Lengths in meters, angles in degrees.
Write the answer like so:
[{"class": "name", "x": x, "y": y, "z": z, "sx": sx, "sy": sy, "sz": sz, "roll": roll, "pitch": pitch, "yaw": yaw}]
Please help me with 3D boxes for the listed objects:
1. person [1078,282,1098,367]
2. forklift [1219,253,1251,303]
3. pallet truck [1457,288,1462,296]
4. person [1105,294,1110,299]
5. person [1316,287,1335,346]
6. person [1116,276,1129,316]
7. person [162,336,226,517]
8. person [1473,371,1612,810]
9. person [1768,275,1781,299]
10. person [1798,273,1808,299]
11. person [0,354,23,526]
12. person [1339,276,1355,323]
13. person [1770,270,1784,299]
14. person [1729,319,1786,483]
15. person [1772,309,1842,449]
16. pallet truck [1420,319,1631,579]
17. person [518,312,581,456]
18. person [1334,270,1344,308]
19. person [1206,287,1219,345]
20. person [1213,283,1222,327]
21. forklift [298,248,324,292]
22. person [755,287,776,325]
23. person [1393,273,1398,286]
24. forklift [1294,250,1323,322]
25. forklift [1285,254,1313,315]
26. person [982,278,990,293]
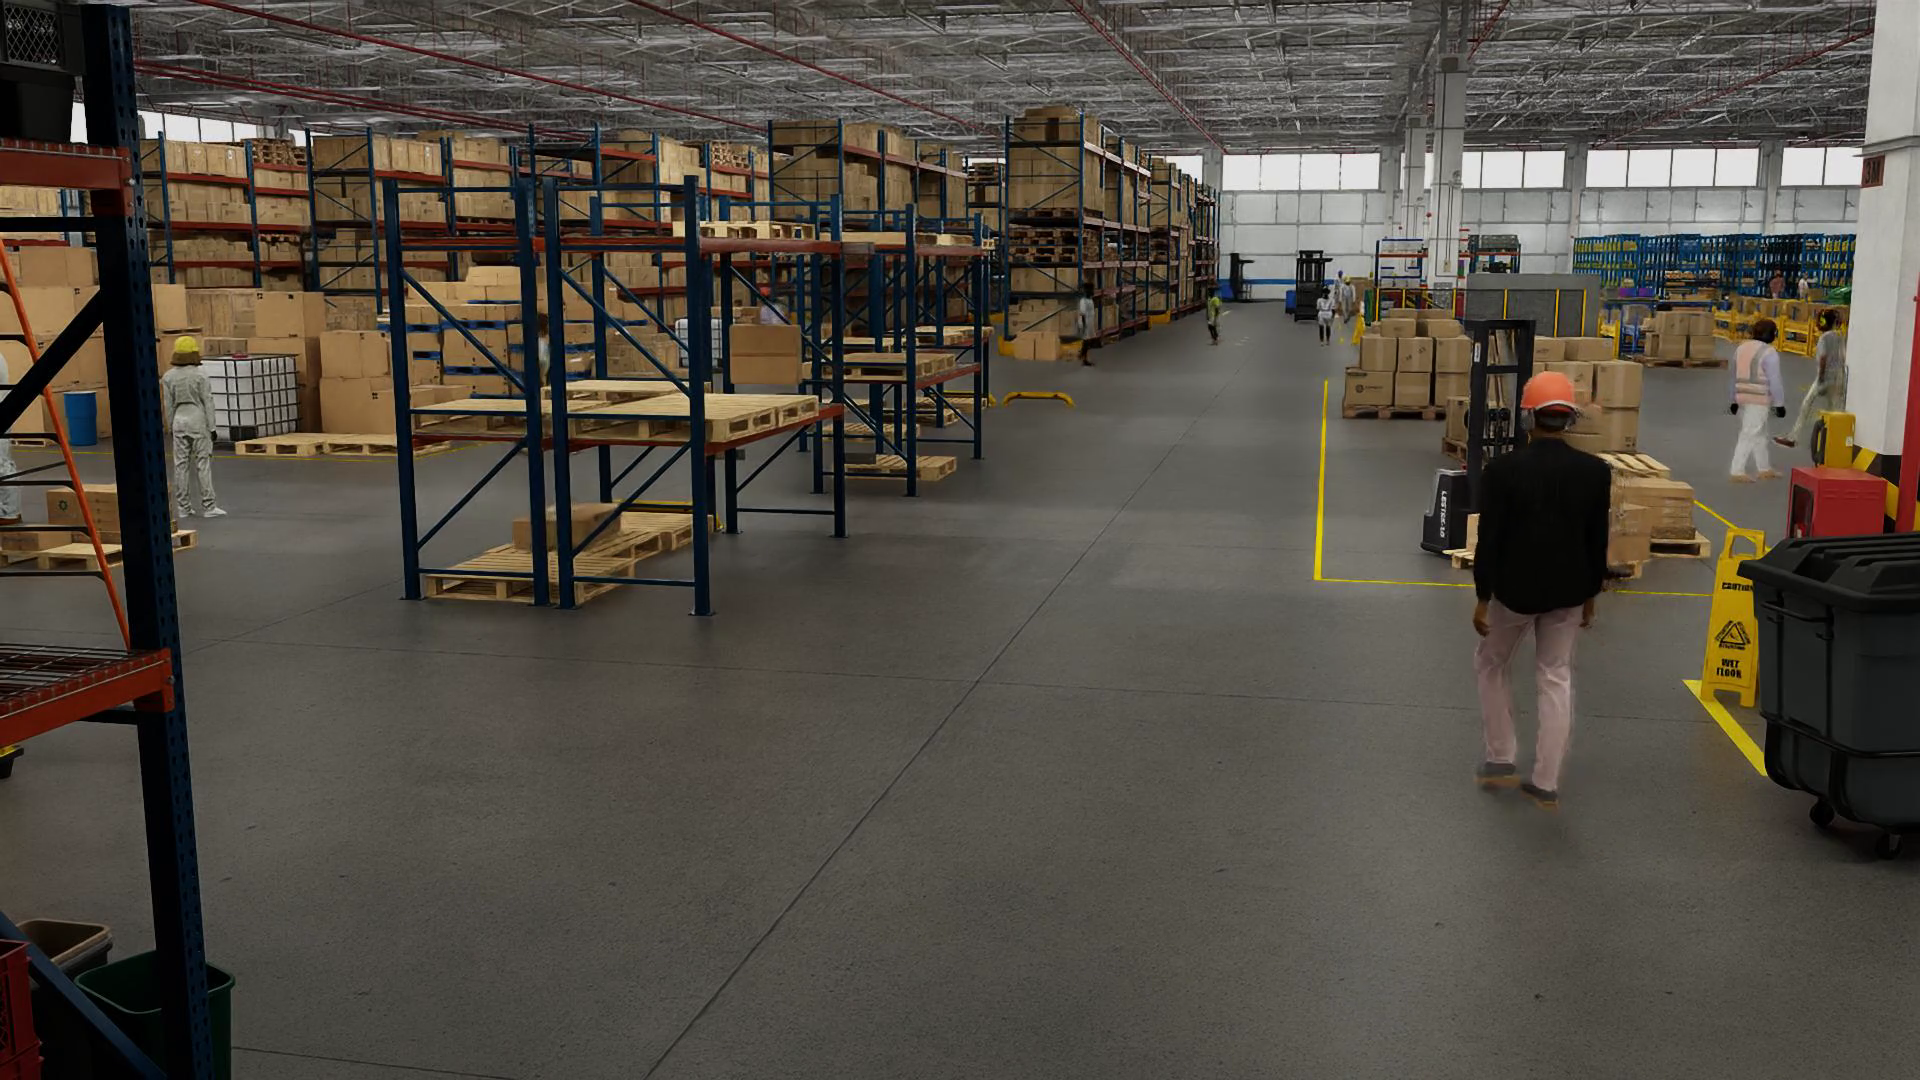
[{"class": "person", "x": 2.949, "y": -4.960, "z": 38.326, "sx": 0.411, "sy": 1.947, "sz": 0.609, "roll": 5, "pitch": 11, "yaw": 29}, {"class": "forklift", "x": 15.287, "y": -14.643, "z": 92.913, "sx": 1.873, "sy": 2.768, "sz": 1.129, "roll": 4, "pitch": 10, "yaw": 20}, {"class": "pallet truck", "x": 20.506, "y": -9.785, "z": 68.819, "sx": 0.653, "sy": 1.274, "sz": 1.630, "roll": 2, "pitch": 10, "yaw": 12}, {"class": "person", "x": 8.135, "y": -14.074, "z": 92.661, "sx": 0.914, "sy": 1.868, "sz": 0.710, "roll": 8, "pitch": 12, "yaw": 38}, {"class": "person", "x": 10.465, "y": -6.391, "z": 47.605, "sx": 0.534, "sy": 1.676, "sz": 0.705, "roll": 3, "pitch": 10, "yaw": 16}, {"class": "person", "x": 5.737, "y": -8.569, "z": 59.922, "sx": 0.881, "sy": 1.872, "sz": 0.662, "roll": 4, "pitch": 10, "yaw": 21}, {"class": "person", "x": -7.370, "y": -1.083, "z": 15.975, "sx": 0.487, "sy": 1.746, "sz": 0.289, "roll": 1, "pitch": 10, "yaw": 5}, {"class": "person", "x": 2.616, "y": 0.219, "z": 7.593, "sx": 0.641, "sy": 1.971, "sz": 0.617, "roll": 0, "pitch": 10, "yaw": -3}, {"class": "person", "x": 36.894, "y": -11.117, "z": 75.233, "sx": 0.560, "sy": 1.806, "sz": 0.934, "roll": 2, "pitch": 10, "yaw": 9}, {"class": "person", "x": 35.372, "y": -10.250, "z": 69.768, "sx": 0.410, "sy": 1.913, "sz": 0.643, "roll": 6, "pitch": 11, "yaw": 31}, {"class": "person", "x": -8.934, "y": -1.067, "z": 15.356, "sx": 0.378, "sy": 1.931, "sz": 0.625, "roll": -4, "pitch": 11, "yaw": -25}, {"class": "person", "x": 14.979, "y": -9.285, "z": 64.322, "sx": 0.603, "sy": 1.817, "sz": 0.420, "roll": 1, "pitch": 10, "yaw": 9}, {"class": "person", "x": 36.157, "y": -10.947, "z": 73.646, "sx": 0.610, "sy": 1.995, "sz": 0.375, "roll": -3, "pitch": 10, "yaw": -15}, {"class": "person", "x": 8.912, "y": -1.521, "z": 18.369, "sx": 0.830, "sy": 1.808, "sz": 0.646, "roll": -1, "pitch": 10, "yaw": -7}, {"class": "person", "x": 11.057, "y": -2.054, "z": 21.483, "sx": 0.523, "sy": 1.824, "sz": 0.916, "roll": -6, "pitch": 11, "yaw": -33}, {"class": "pallet truck", "x": 4.543, "y": -0.757, "z": 13.299, "sx": 0.823, "sy": 1.965, "sz": 1.885, "roll": -4, "pitch": 10, "yaw": -22}, {"class": "person", "x": -5.233, "y": -1.949, "z": 20.902, "sx": 0.795, "sy": 1.818, "sz": 0.529, "roll": -5, "pitch": 11, "yaw": -29}, {"class": "person", "x": 18.261, "y": -12.002, "z": 80.079, "sx": 0.604, "sy": 1.940, "sz": 0.409, "roll": -6, "pitch": 11, "yaw": -31}, {"class": "person", "x": 7.246, "y": -6.435, "z": 47.864, "sx": 0.524, "sy": 1.670, "sz": 0.541, "roll": -2, "pitch": 10, "yaw": -12}, {"class": "person", "x": 9.396, "y": -8.622, "z": 60.949, "sx": 0.504, "sy": 1.617, "sz": 0.521, "roll": -6, "pitch": 11, "yaw": -31}, {"class": "forklift", "x": -20.221, "y": -7.786, "z": 52.314, "sx": 1.129, "sy": 2.768, "sz": 1.873, "roll": -9, "pitch": 13, "yaw": -42}, {"class": "person", "x": -3.940, "y": -4.066, "z": 33.123, "sx": 0.677, "sy": 1.915, "sz": 0.581, "roll": 2, "pitch": 10, "yaw": 9}, {"class": "person", "x": 23.079, "y": -13.287, "z": 88.293, "sx": 0.484, "sy": 1.731, "sz": 0.368, "roll": -5, "pitch": 11, "yaw": -27}, {"class": "forklift", "x": 13.778, "y": -10.002, "z": 65.433, "sx": 1.129, "sy": 2.768, "sz": 1.873, "roll": 2, "pitch": 10, "yaw": 12}, {"class": "forklift", "x": 15.446, "y": -11.421, "z": 73.838, "sx": 1.873, "sy": 2.768, "sz": 1.129, "roll": 2, "pitch": 10, "yaw": 12}, {"class": "person", "x": 1.365, "y": -13.328, "z": 88.323, "sx": 0.618, "sy": 1.793, "sz": 0.862, "roll": 2, "pitch": 10, "yaw": 9}]
